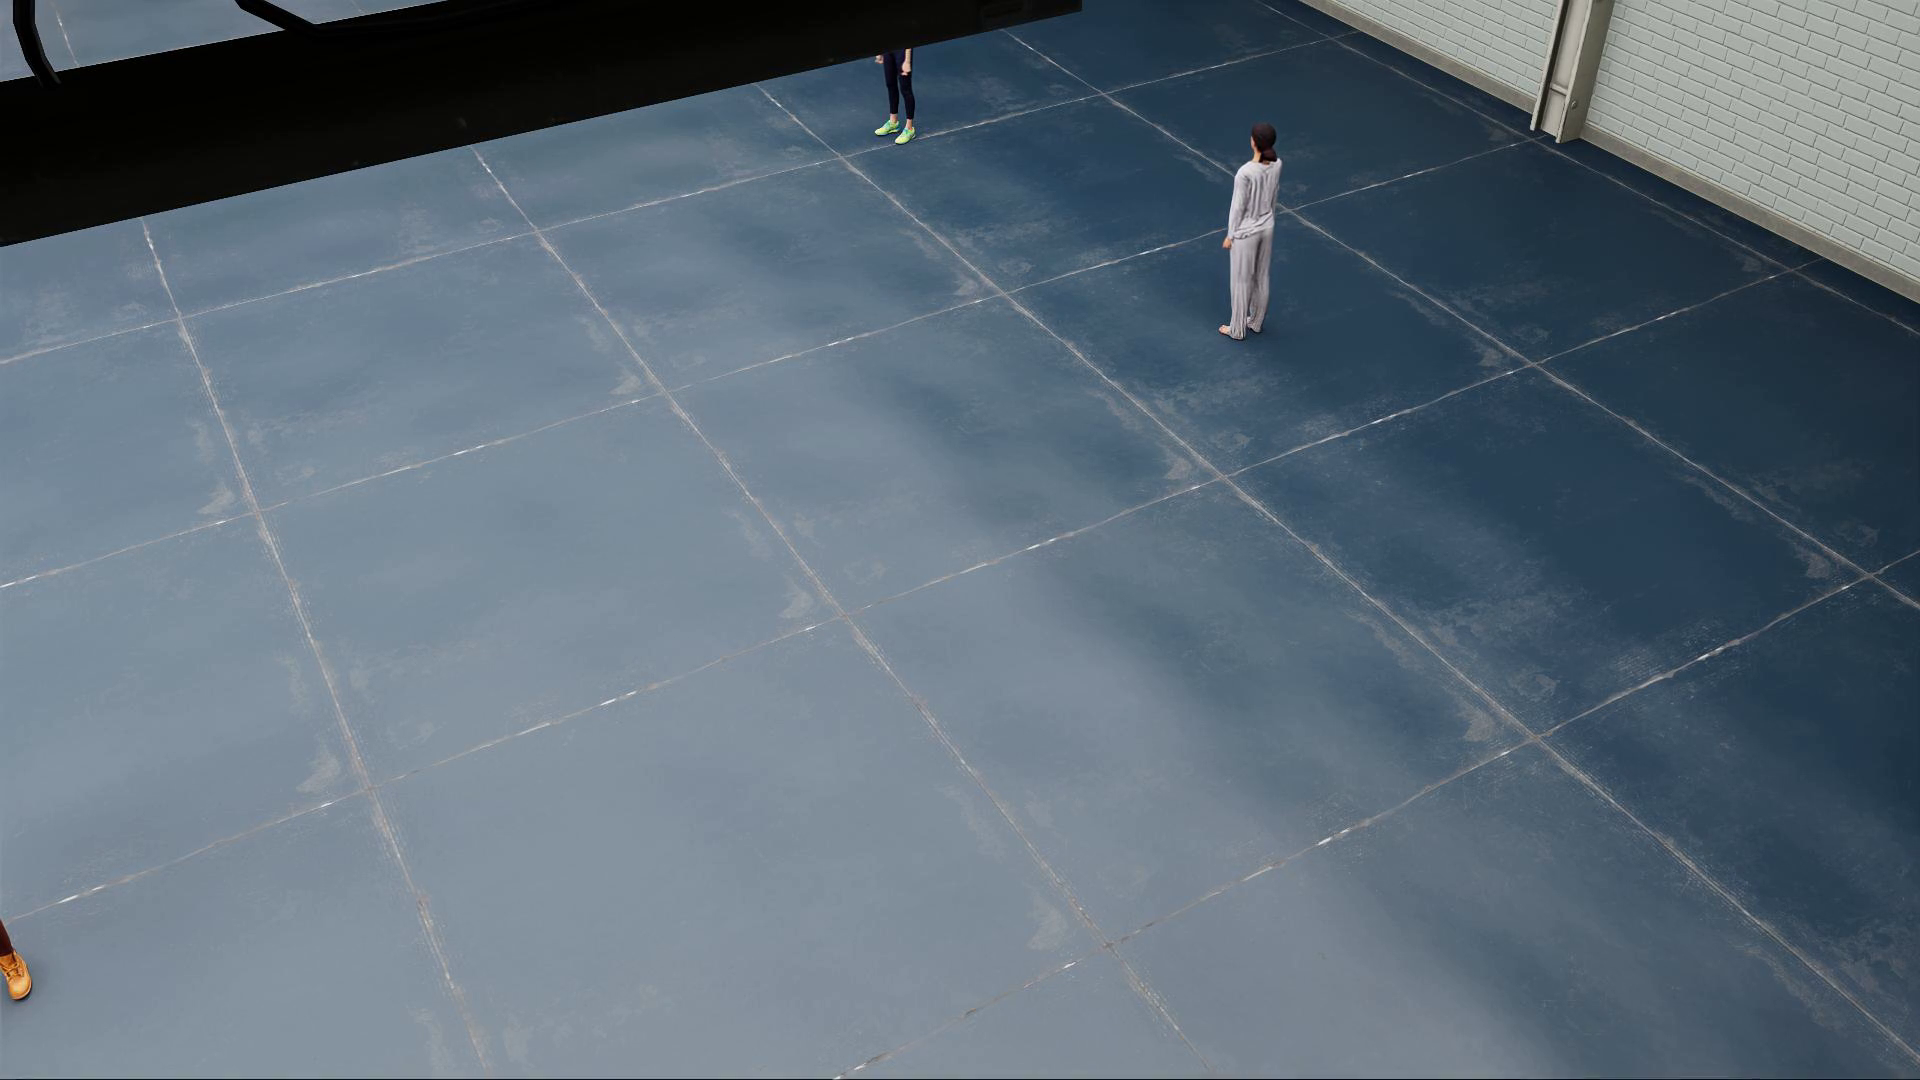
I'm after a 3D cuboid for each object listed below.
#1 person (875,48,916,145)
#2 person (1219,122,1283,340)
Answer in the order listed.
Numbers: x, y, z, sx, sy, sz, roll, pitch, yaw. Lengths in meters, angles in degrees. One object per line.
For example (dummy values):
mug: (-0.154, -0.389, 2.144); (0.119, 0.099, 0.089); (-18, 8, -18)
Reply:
person: (-0.592, -4.606, 15.690); (0.702, 1.701, 0.546); (-30, 47, -33)
person: (2.254, -2.361, 12.763); (0.578, 1.773, 0.514); (-20, 42, -24)
